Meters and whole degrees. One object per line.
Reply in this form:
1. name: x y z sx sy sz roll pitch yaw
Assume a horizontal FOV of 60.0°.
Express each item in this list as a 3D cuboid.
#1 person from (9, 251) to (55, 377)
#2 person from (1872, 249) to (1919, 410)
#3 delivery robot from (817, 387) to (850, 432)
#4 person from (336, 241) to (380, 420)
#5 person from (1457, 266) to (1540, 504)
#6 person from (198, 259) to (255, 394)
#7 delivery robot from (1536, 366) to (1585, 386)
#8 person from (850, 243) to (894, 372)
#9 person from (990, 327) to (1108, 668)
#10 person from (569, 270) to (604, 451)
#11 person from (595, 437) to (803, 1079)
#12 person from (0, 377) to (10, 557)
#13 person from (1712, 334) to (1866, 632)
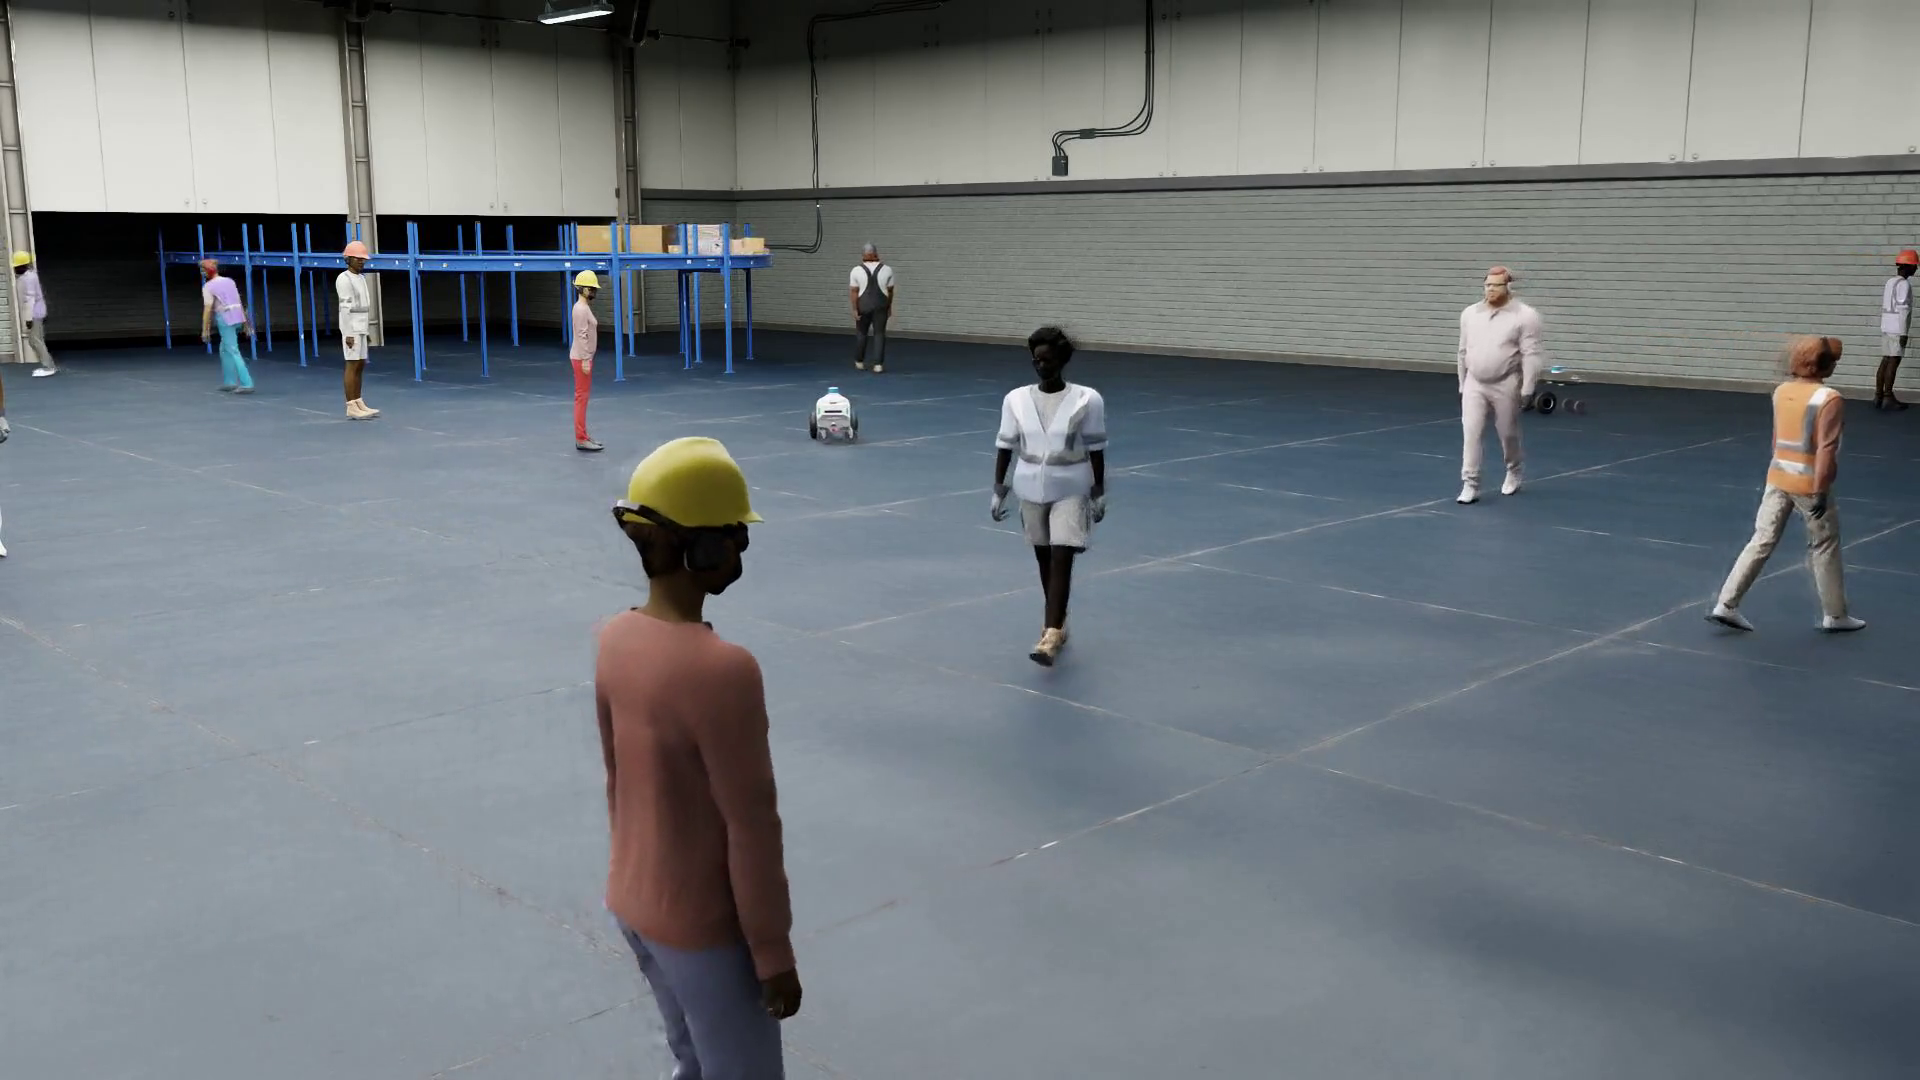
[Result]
1. person: -13.908 -3.382 24.901 0.506 1.879 0.618 -7 12 -33
2. person: 11.503 -2.579 20.375 0.374 1.935 0.552 2 11 10
3. delivery robot: -1.311 -1.339 17.243 0.477 0.478 0.707 -1 10 -4
4. person: -6.982 -2.434 19.301 0.394 2.040 0.609 0 10 0
5. person: 4.319 -1.260 13.369 0.652 1.875 0.927 7 13 34
6. person: -9.830 -2.845 22.218 0.746 1.785 0.594 2 11 10
7. delivery robot: 7.181 -1.984 20.052 0.698 0.223 0.335 -2 11 -11
8. person: -1.393 -3.665 26.131 0.693 2.000 1.012 -2 11 -9
9. person: 0.413 -0.211 8.202 0.554 1.650 0.847 4 11 22
10. person: -3.700 -1.779 16.489 0.329 1.765 0.526 -2 11 -9
11. person: -0.532 0.688 3.045 0.596 1.750 0.540 -7 13 -35
12. person: -6.528 -0.807 10.892 0.519 1.873 0.328 -5 12 -25
13. person: 4.437 -0.294 8.837 0.844 1.599 0.528 -2 11 -12
